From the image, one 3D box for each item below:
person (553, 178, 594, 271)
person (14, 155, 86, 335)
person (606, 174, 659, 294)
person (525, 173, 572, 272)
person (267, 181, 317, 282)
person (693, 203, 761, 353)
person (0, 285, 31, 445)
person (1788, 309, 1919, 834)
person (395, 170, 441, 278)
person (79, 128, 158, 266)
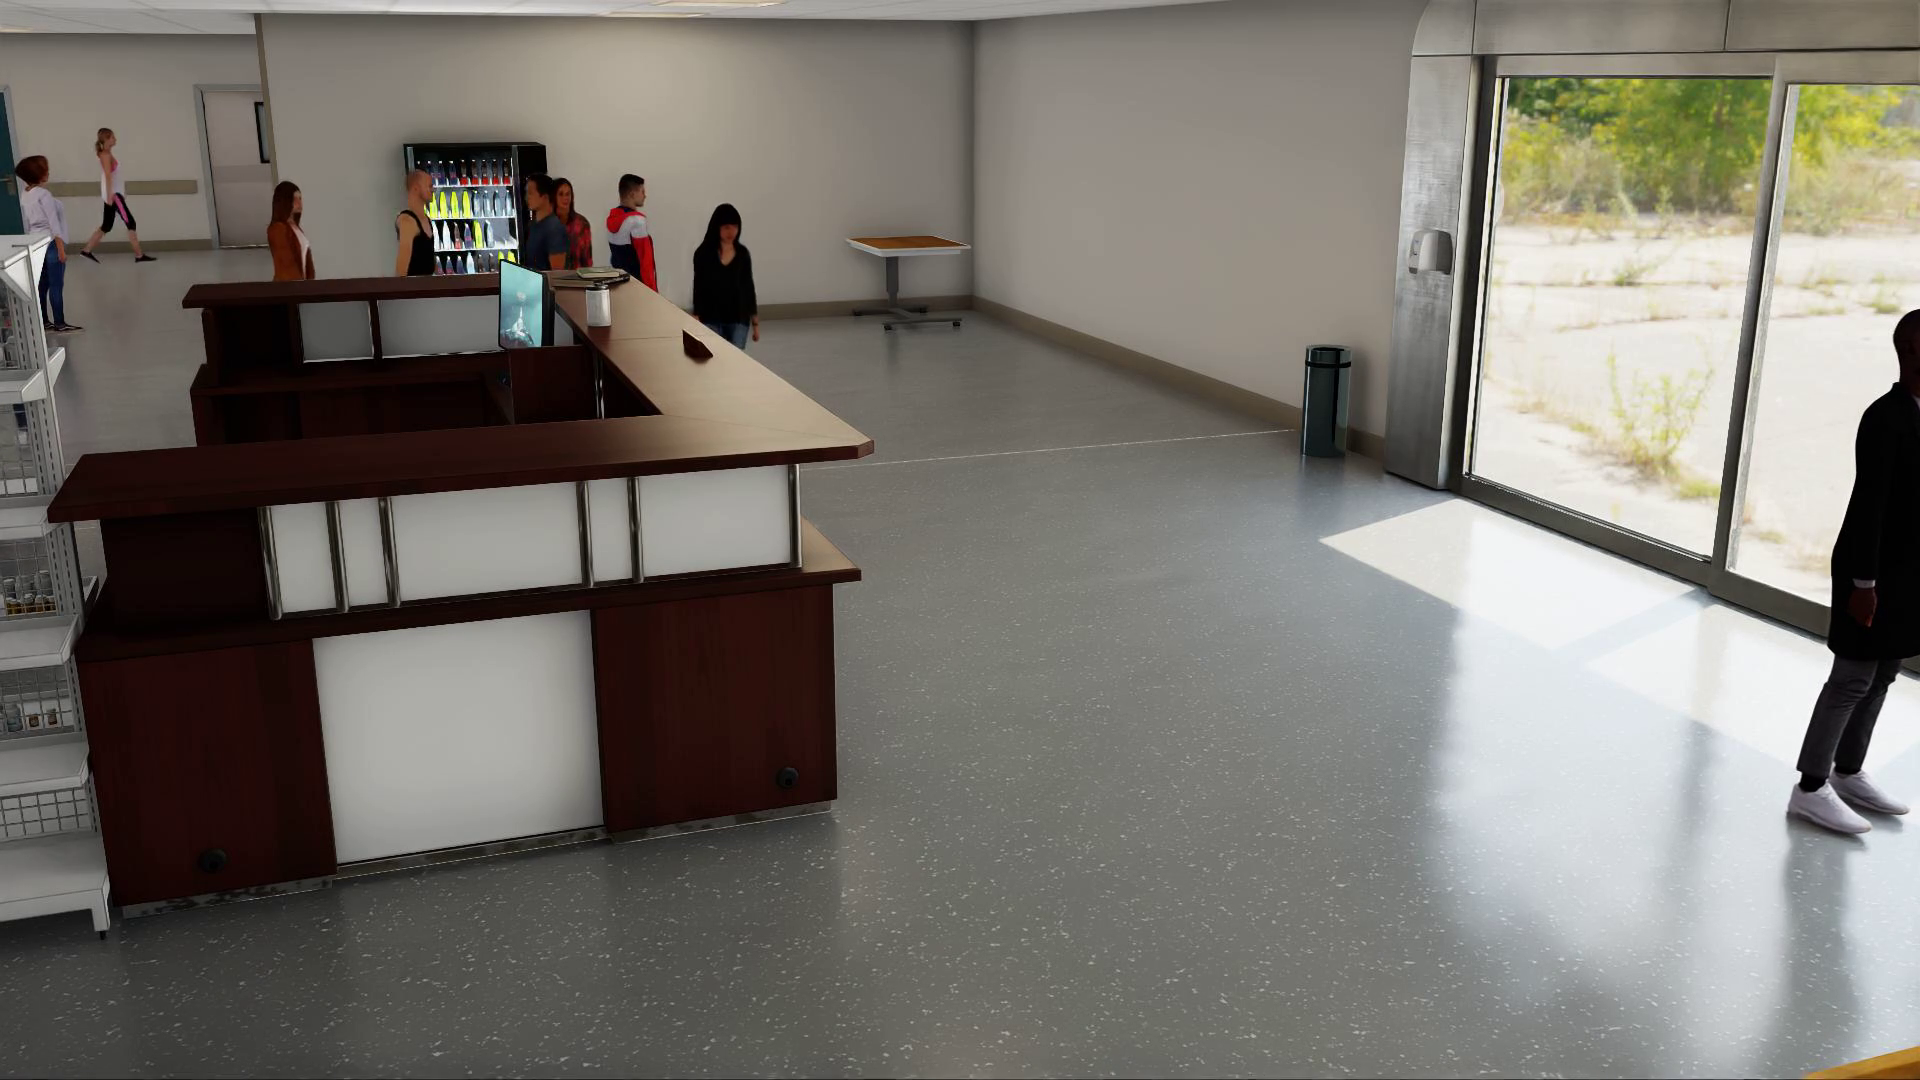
[{"bbox_3d":[-3.086,-1.968,13.000,0.556,1.699,0.712,-9,18,-29],"label":"person"},{"bbox_3d":[-8.947,-2.888,16.243,0.742,1.711,0.782,10,18,31],"label":"person"},{"bbox_3d":[-2.439,-1.844,12.450,0.678,1.759,0.708,-13,21,-40],"label":"person"},{"bbox_3d":[-2.844,-1.704,11.898,0.961,1.789,0.763,-8,18,-27],"label":"person"},{"bbox_3d":[-5.124,-1.792,12.447,1.232,1.660,0.843,-1,16,-5],"label":"person"},{"bbox_3d":[-1.669,-1.521,11.575,0.576,1.613,0.699,-8,17,-25],"label":"person"},{"bbox_3d":[-6.540,-1.418,11.091,1.267,1.676,1.203,8,18,27],"label":"person"},{"bbox_3d":[3.071,0.098,5.559,0.612,1.760,0.760,-12,20,-37],"label":"person"},{"bbox_3d":[-4.040,-1.729,12.053,1.238,1.753,0.843,-2,16,-7],"label":"person"},{"bbox_3d":[-11.124,-4.430,21.639,1.189,1.749,0.779,-10,19,-32],"label":"person"}]
